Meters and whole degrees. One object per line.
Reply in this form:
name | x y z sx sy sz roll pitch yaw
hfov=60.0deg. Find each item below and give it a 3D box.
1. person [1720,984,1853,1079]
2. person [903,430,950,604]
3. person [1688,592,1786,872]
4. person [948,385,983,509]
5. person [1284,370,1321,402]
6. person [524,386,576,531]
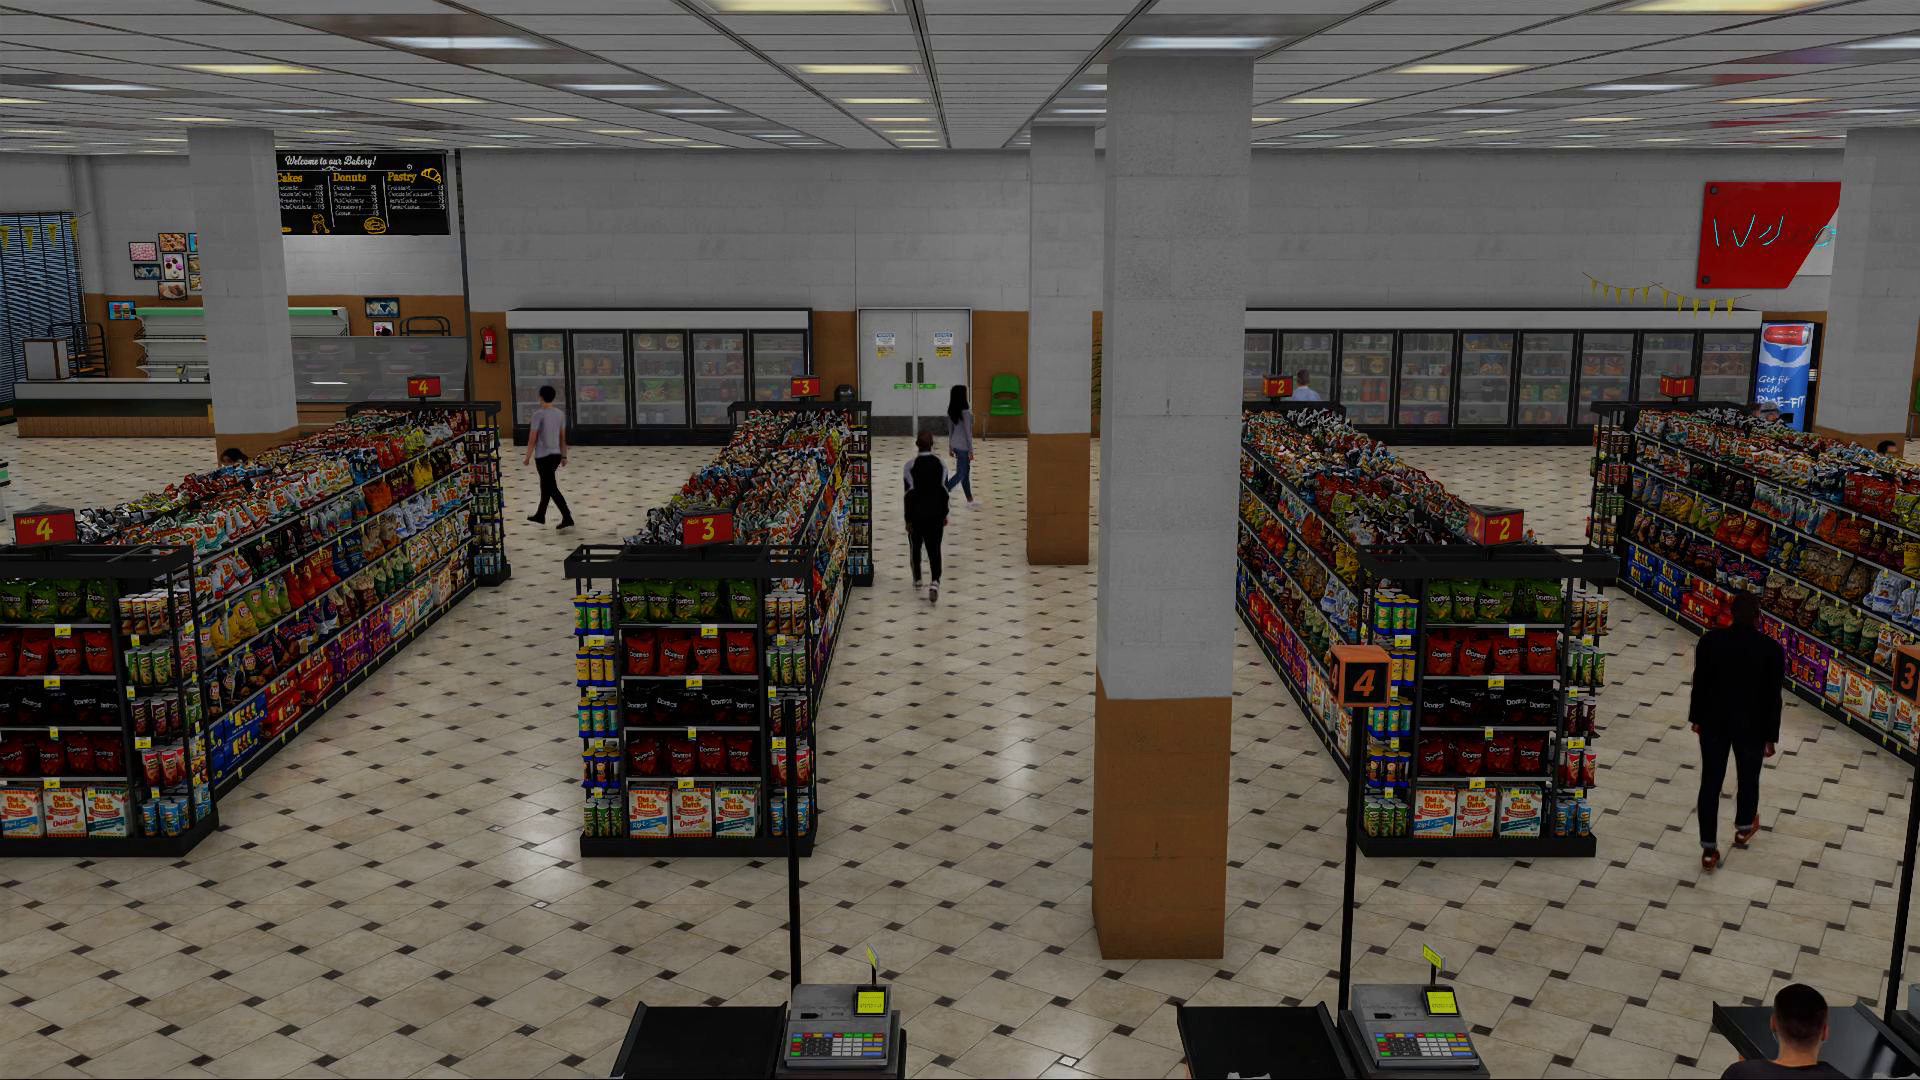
person | 2.750 2.327 5.572 0.715 1.761 0.698 5 13 24
person | -0.354 -0.247 17.683 0.807 1.807 1.241 -2 12 -9
person | 4.918 1.247 10.635 1.066 1.788 1.193 8 14 33
person | -0.058 -1.217 22.536 1.068 1.705 1.126 -7 14 -32
person | 4.847 -1.480 23.546 0.754 1.804 0.782 -2 12 -10
person | -5.224 -1.019 21.300 1.105 1.828 1.205 7 14 30
